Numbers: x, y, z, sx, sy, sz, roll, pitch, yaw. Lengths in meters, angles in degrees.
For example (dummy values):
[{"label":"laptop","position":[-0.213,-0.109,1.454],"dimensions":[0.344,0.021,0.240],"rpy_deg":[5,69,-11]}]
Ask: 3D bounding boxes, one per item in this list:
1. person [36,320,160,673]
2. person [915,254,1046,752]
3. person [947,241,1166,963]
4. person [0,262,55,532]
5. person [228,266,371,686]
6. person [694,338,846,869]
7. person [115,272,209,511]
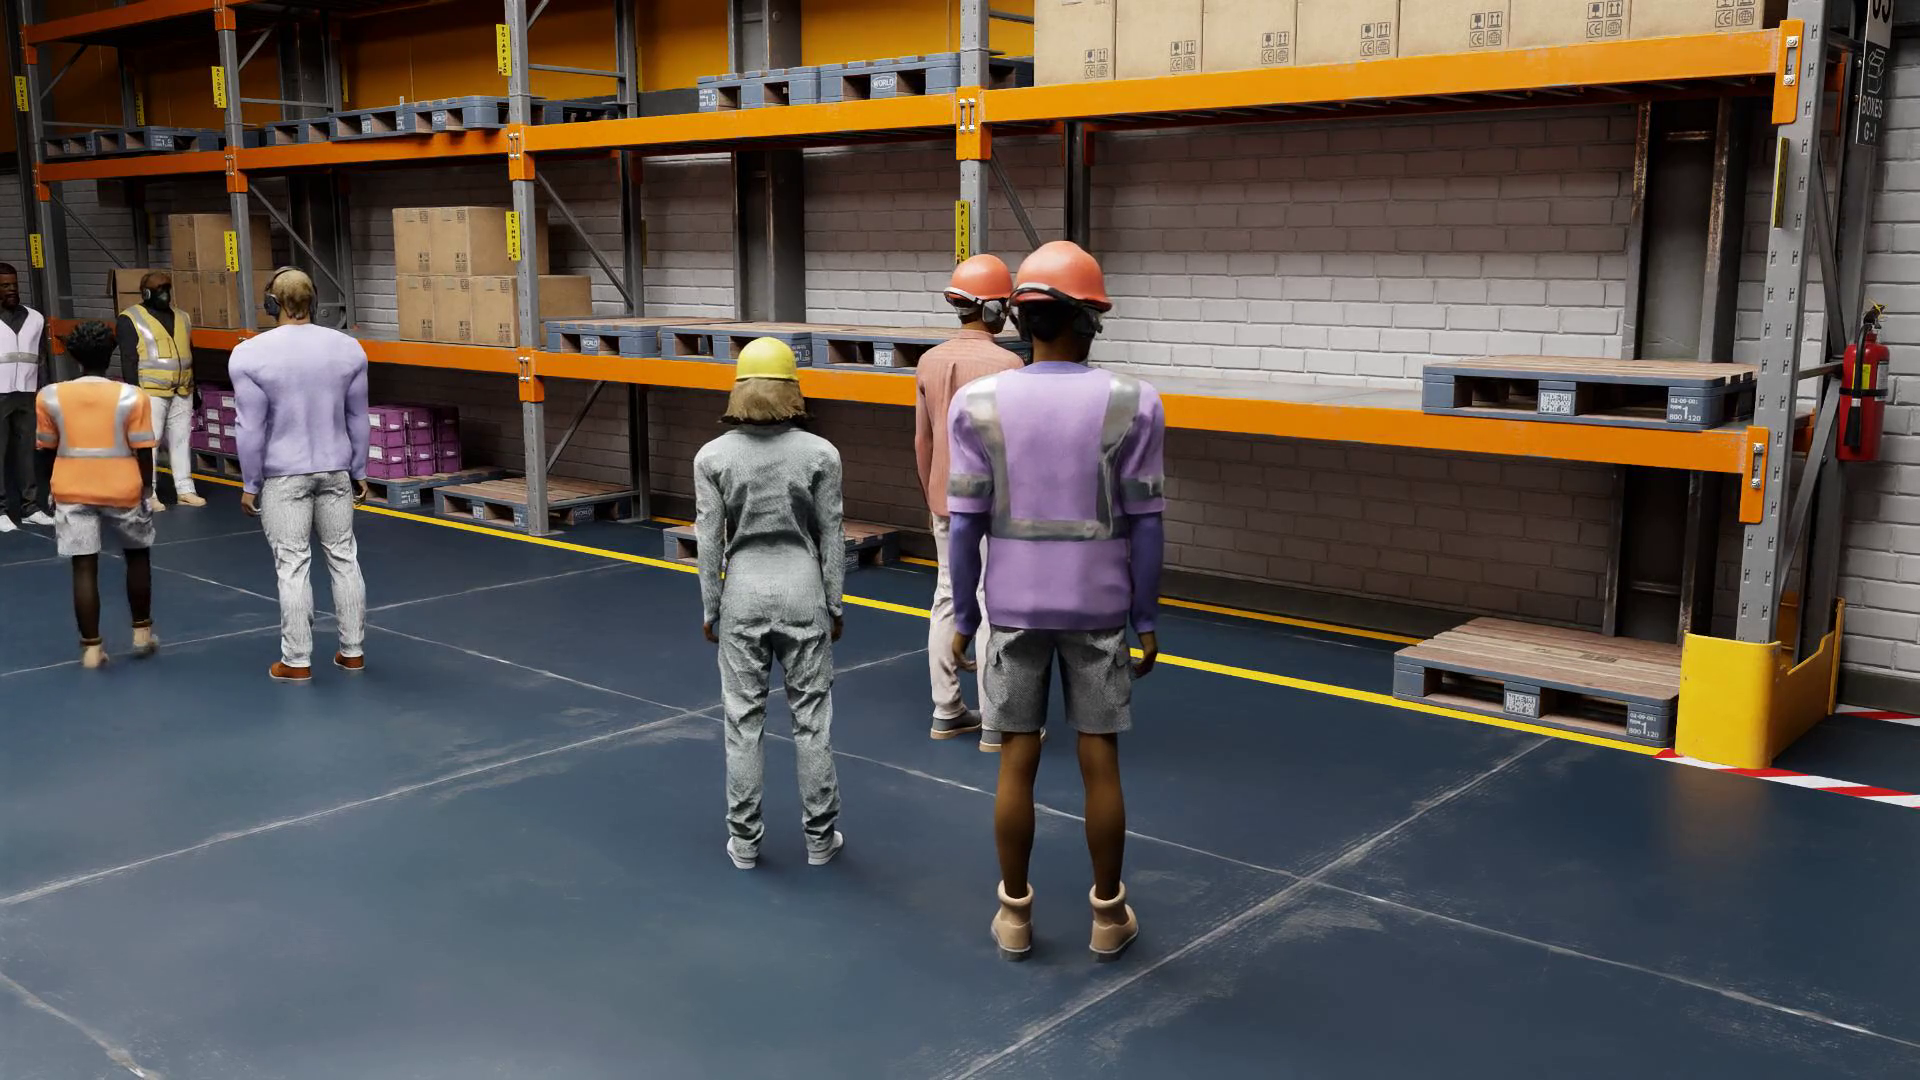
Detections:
[{"label":"person","position":[-4.163,-0.222,8.088],"dimensions":[0.548,1.676,0.661],"rpy_deg":[-3,10,-16]},{"label":"person","position":[0.080,-0.145,6.733],"dimensions":[0.378,1.996,0.611],"rpy_deg":[-10,14,-43]},{"label":"person","position":[0.270,0.189,4.712],"dimensions":[0.608,2.040,0.394],"rpy_deg":[1,10,8]},{"label":"person","position":[-6.861,-1.034,12.017],"dimensions":[0.398,1.920,0.588],"rpy_deg":[5,11,27]},{"label":"person","position":[-3.045,-0.292,7.734],"dimensions":[0.631,1.940,0.372],"rpy_deg":[-9,14,-43]},{"label":"person","position":[-0.612,0.212,5.443],"dimensions":[0.483,1.735,0.311],"rpy_deg":[-1,10,-4]},{"label":"person","position":[-6.173,-1.144,12.907],"dimensions":[0.432,1.841,0.638],"rpy_deg":[5,11,28]}]
